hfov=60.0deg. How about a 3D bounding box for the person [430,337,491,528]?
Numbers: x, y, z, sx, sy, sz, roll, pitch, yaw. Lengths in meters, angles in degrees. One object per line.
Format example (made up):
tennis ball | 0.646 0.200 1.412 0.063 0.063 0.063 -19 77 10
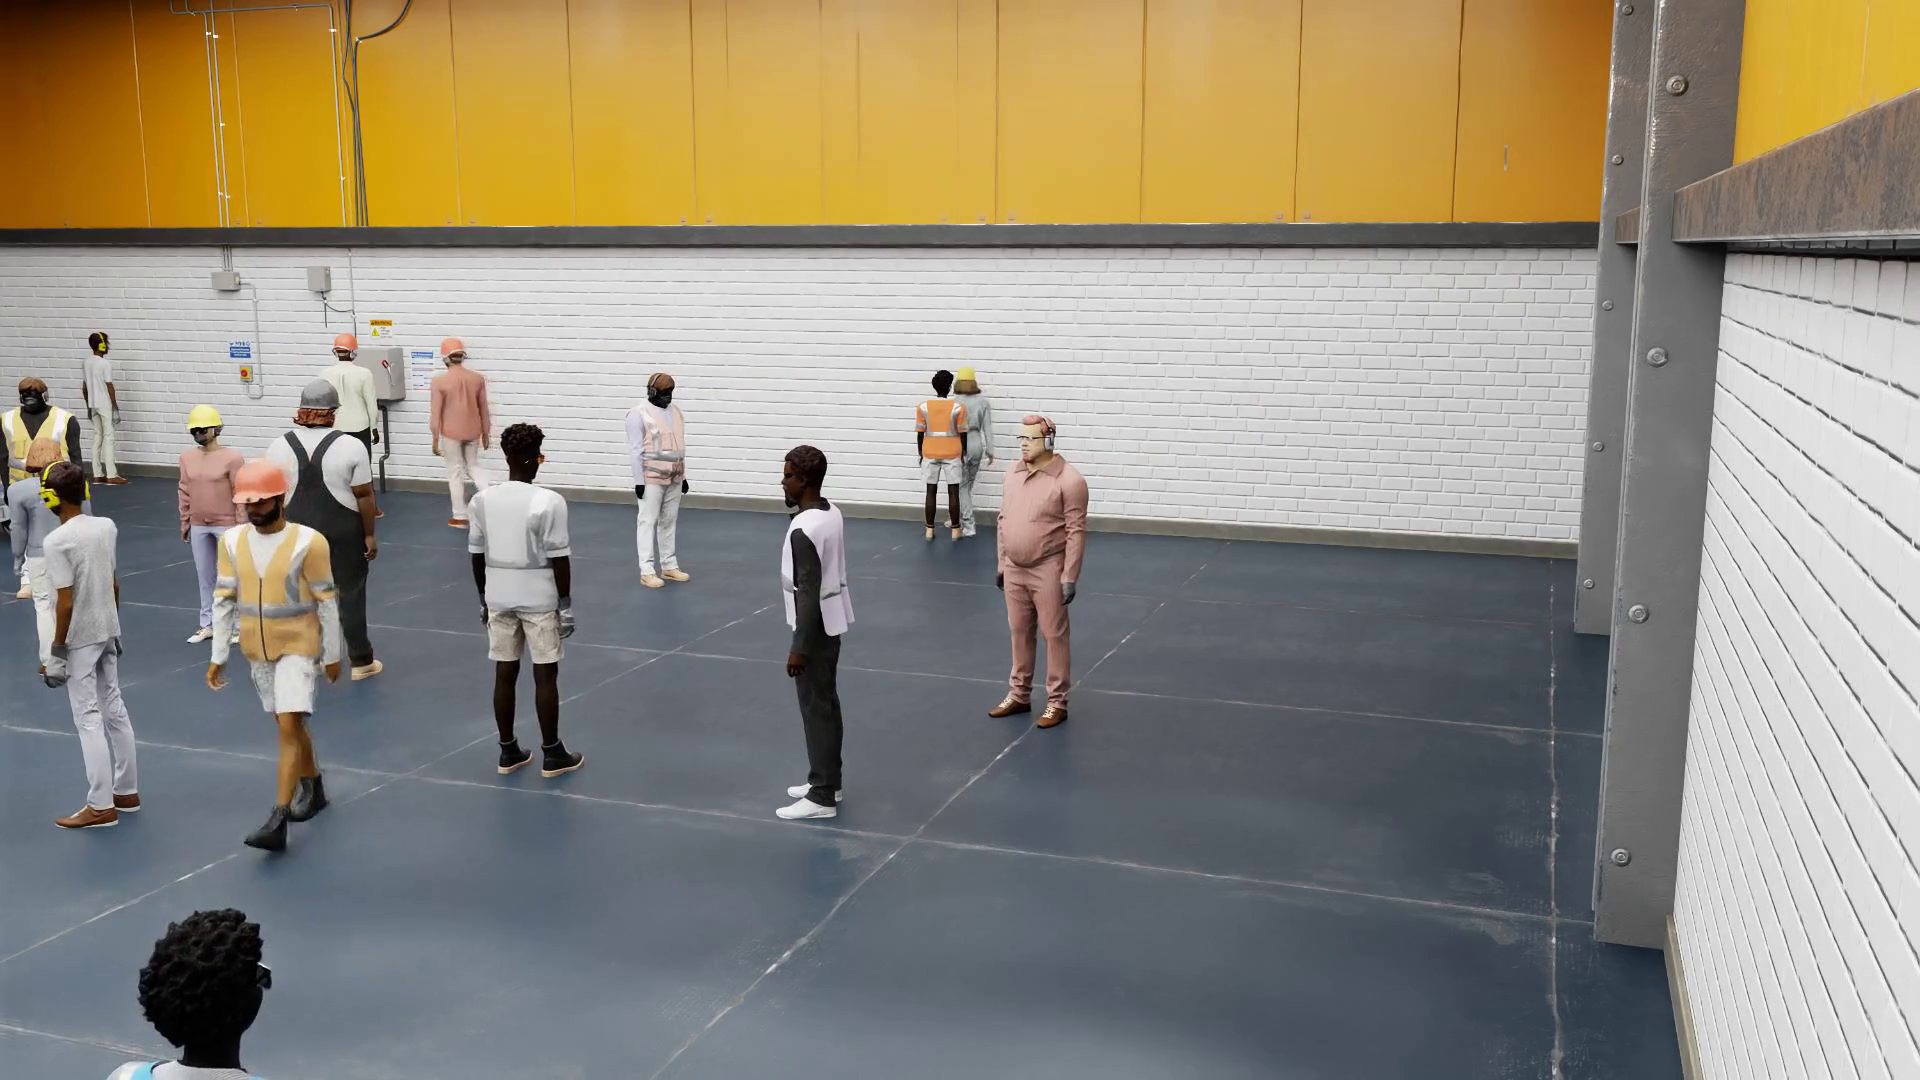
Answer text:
person | -5.119 -1.093 17.128 0.611 1.978 0.634 10 14 43

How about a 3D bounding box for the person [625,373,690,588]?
person | -2.576 -0.524 14.350 0.429 1.838 0.621 7 12 33

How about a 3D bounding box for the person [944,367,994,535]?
person | 0.031 -0.904 16.889 0.518 1.692 0.727 -5 11 -26

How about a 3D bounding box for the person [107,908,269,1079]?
person | -1.384 1.525 3.193 0.535 1.700 0.318 3 10 15

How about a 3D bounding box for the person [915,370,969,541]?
person | -0.173 -0.833 16.478 0.539 1.695 0.318 2 10 10

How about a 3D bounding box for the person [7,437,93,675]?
person | -6.155 0.117 11.307 0.507 1.632 0.268 -7 12 -33

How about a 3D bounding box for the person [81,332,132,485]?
person | -10.477 -1.603 20.334 0.533 1.868 0.310 5 11 25

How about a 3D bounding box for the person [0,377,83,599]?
person | -7.640 -0.436 13.835 0.619 1.845 0.430 -3 10 -16

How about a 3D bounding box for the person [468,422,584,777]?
person | -2.398 0.330 9.168 0.608 1.965 0.370 3 11 18

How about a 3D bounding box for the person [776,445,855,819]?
person | -0.746 0.469 8.526 0.390 1.919 0.591 1 10 6

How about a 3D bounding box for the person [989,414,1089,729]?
person | 0.458 0.186 10.149 0.639 1.910 0.406 9 13 41

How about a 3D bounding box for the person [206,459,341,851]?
person | -3.383 0.552 8.137 0.553 1.886 0.976 1 10 7

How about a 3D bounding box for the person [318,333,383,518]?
person | -6.486 -1.201 17.707 0.611 1.996 0.379 0 10 0

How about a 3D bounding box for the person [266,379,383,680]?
person | -4.253 -0.070 11.211 0.688 2.000 0.537 0 10 -1

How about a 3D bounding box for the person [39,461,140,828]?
person | -4.414 0.523 8.375 0.327 1.865 0.517 1 10 7

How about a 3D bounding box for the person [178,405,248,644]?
person | -5.478 -0.109 12.210 0.525 1.769 0.316 1 10 6
